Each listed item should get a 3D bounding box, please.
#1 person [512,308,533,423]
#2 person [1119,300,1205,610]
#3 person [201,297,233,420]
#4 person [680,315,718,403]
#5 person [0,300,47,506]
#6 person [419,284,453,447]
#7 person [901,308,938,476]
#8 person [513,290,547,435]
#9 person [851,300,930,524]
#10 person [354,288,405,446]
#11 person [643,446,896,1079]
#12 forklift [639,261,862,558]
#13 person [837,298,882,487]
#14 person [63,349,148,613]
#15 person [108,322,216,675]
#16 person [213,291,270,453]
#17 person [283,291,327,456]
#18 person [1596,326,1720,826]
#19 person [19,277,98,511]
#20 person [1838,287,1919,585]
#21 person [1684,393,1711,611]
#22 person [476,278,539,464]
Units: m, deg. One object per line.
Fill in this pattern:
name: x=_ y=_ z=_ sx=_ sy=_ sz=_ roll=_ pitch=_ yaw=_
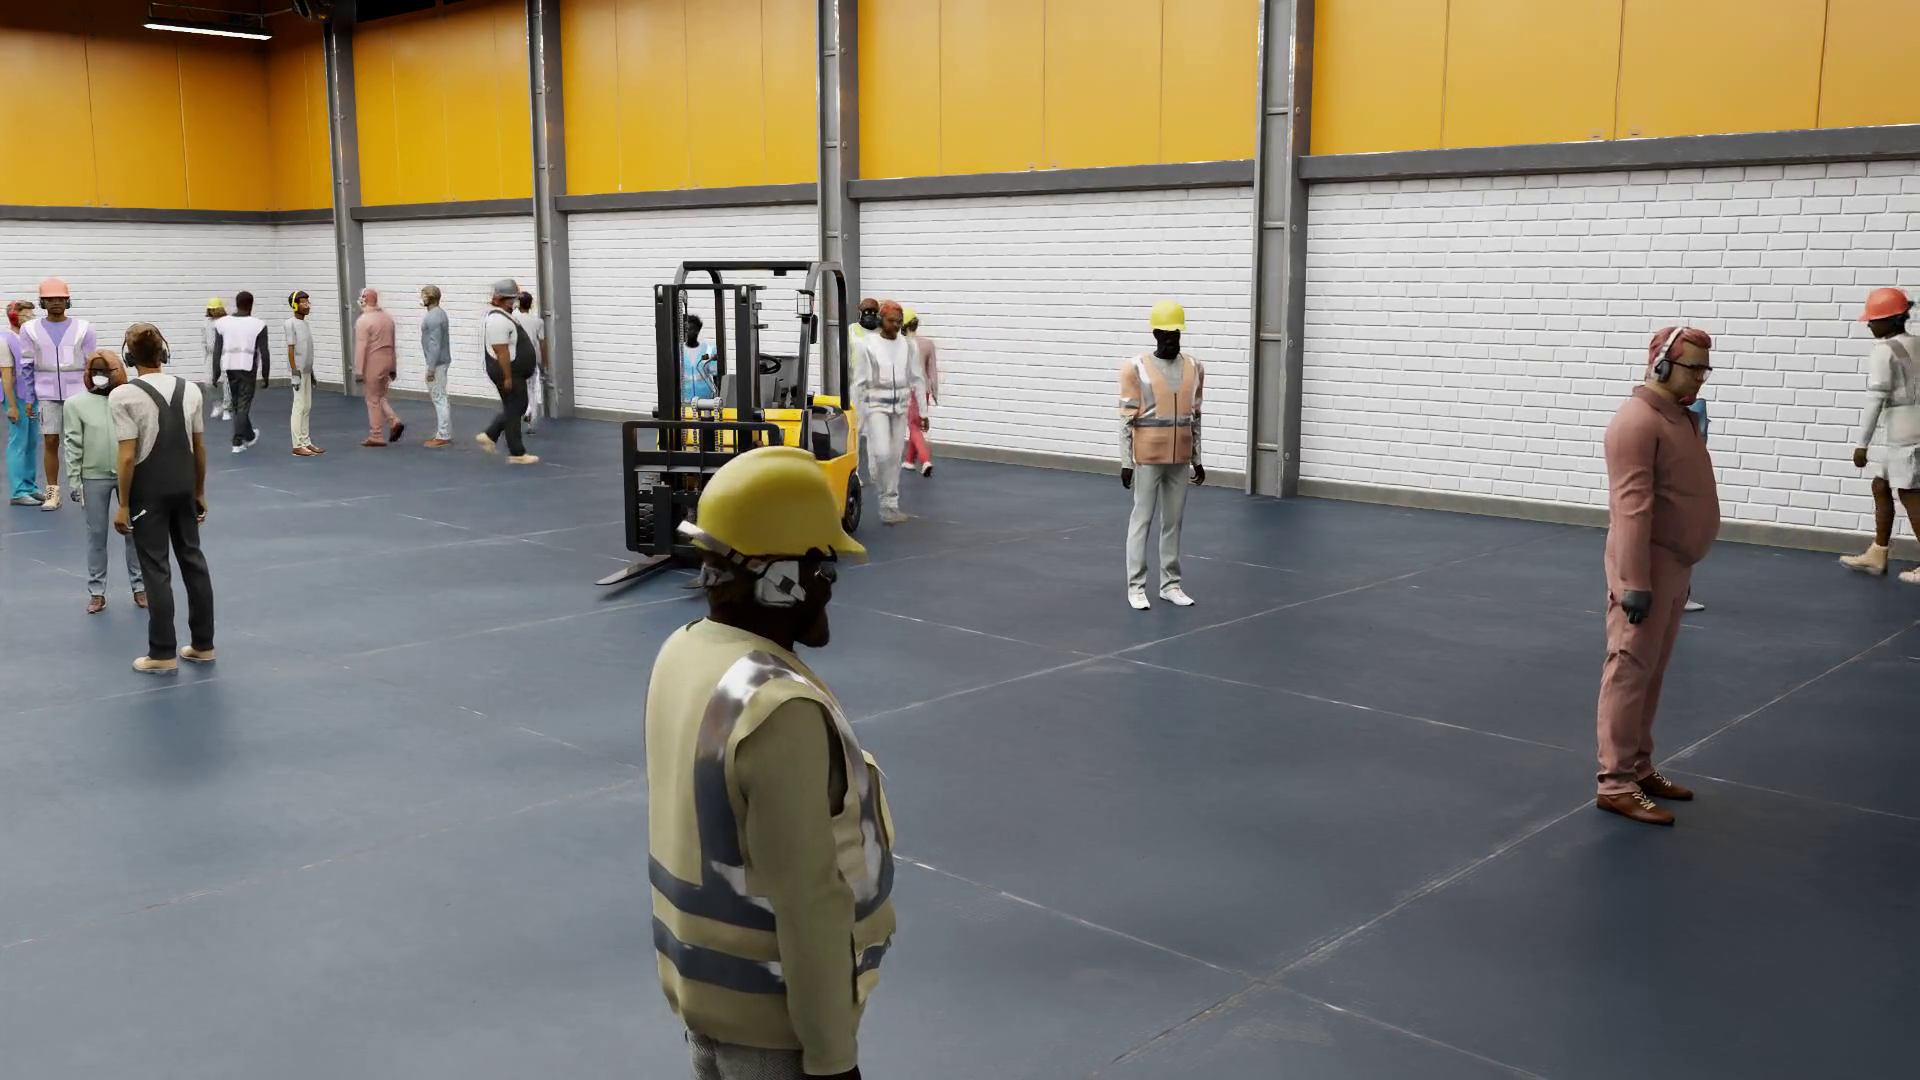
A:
person: x=-6.129 y=-2.561 z=22.864 sx=0.542 sy=1.927 sz=0.374 roll=-6 pitch=11 yaw=-34
person: x=1.276 y=-0.526 z=10.385 sx=0.594 sy=1.924 sz=0.379 roll=-4 pitch=10 yaw=-23
person: x=-10.408 y=-2.545 z=23.371 sx=0.490 sy=1.734 sz=0.353 roll=-1 pitch=9 yaw=-7
person: x=-2.648 y=-1.405 z=16.587 sx=0.556 sy=1.646 sz=0.856 roll=-2 pitch=9 yaw=-12
person: x=-8.447 y=-1.230 z=14.960 sx=0.373 sy=1.840 sz=0.571 roll=-1 pitch=9 yaw=-6
person: x=-6.279 y=-2.059 z=19.819 sx=0.446 sy=1.937 sz=0.682 roll=-2 pitch=9 yaw=-12
person: x=-0.473 y=-1.527 z=17.175 sx=0.534 sy=1.720 sz=0.907 roll=-5 pitch=10 yaw=-27
person: x=-5.493 y=-2.233 z=21.089 sx=0.520 sy=1.849 sz=0.614 roll=-6 pitch=11 yaw=-32
person: x=-0.567 y=-1.052 z=13.822 sx=0.689 sy=1.860 sz=0.666 roll=-5 pitch=10 yaw=-28
person: x=-6.981 y=-2.050 z=19.832 sx=0.457 sy=1.891 sz=0.667 roll=2 pitch=10 yaw=13
person: x=-0.312 y=0.753 z=2.844 sx=0.404 sy=1.830 sz=0.588 roll=-5 pitch=11 yaw=-28
forklift: x=-1.552 y=-1.040 z=12.721 sx=1.214 sy=2.155 sz=2.313 roll=2 pitch=9 yaw=11
person: x=-0.891 y=-1.436 z=16.240 sx=0.624 sy=1.840 sz=0.430 roll=-6 pitch=11 yaw=-34
person: x=-5.250 y=-0.368 z=10.315 sx=0.504 sy=1.631 sz=0.280 roll=-5 pitch=11 yaw=-29
person: x=-4.193 y=-0.214 z=8.732 sx=0.336 sy=1.841 sz=0.508 roll=5 pitch=11 yaw=30
person: x=-8.387 y=-1.979 z=19.515 sx=0.598 sy=1.851 sz=1.025 roll=0 pitch=9 yaw=-1
person: x=-7.476 y=-1.893 z=18.943 sx=0.329 sy=1.872 sz=0.508 roll=0 pitch=9 yaw=0
person: x=2.720 y=0.127 z=6.468 sx=0.406 sy=1.902 sz=0.637 roll=7 pitch=11 yaw=35
person: x=-7.886 y=-1.274 z=14.605 sx=0.614 sy=2.048 sz=0.361 roll=-4 pitch=10 yaw=-23
person: x=6.337 y=-0.701 z=11.242 sx=0.626 sy=1.987 sz=0.878 roll=-7 pitch=12 yaw=-37
person: x=4.471 y=-0.382 z=10.389 sx=0.307 sy=1.636 sz=0.525 roll=-2 pitch=9 yaw=-10
person: x=-4.908 y=-1.833 z=18.051 sx=0.615 sy=2.000 sz=0.700 roll=-2 pitch=9 yaw=-12
